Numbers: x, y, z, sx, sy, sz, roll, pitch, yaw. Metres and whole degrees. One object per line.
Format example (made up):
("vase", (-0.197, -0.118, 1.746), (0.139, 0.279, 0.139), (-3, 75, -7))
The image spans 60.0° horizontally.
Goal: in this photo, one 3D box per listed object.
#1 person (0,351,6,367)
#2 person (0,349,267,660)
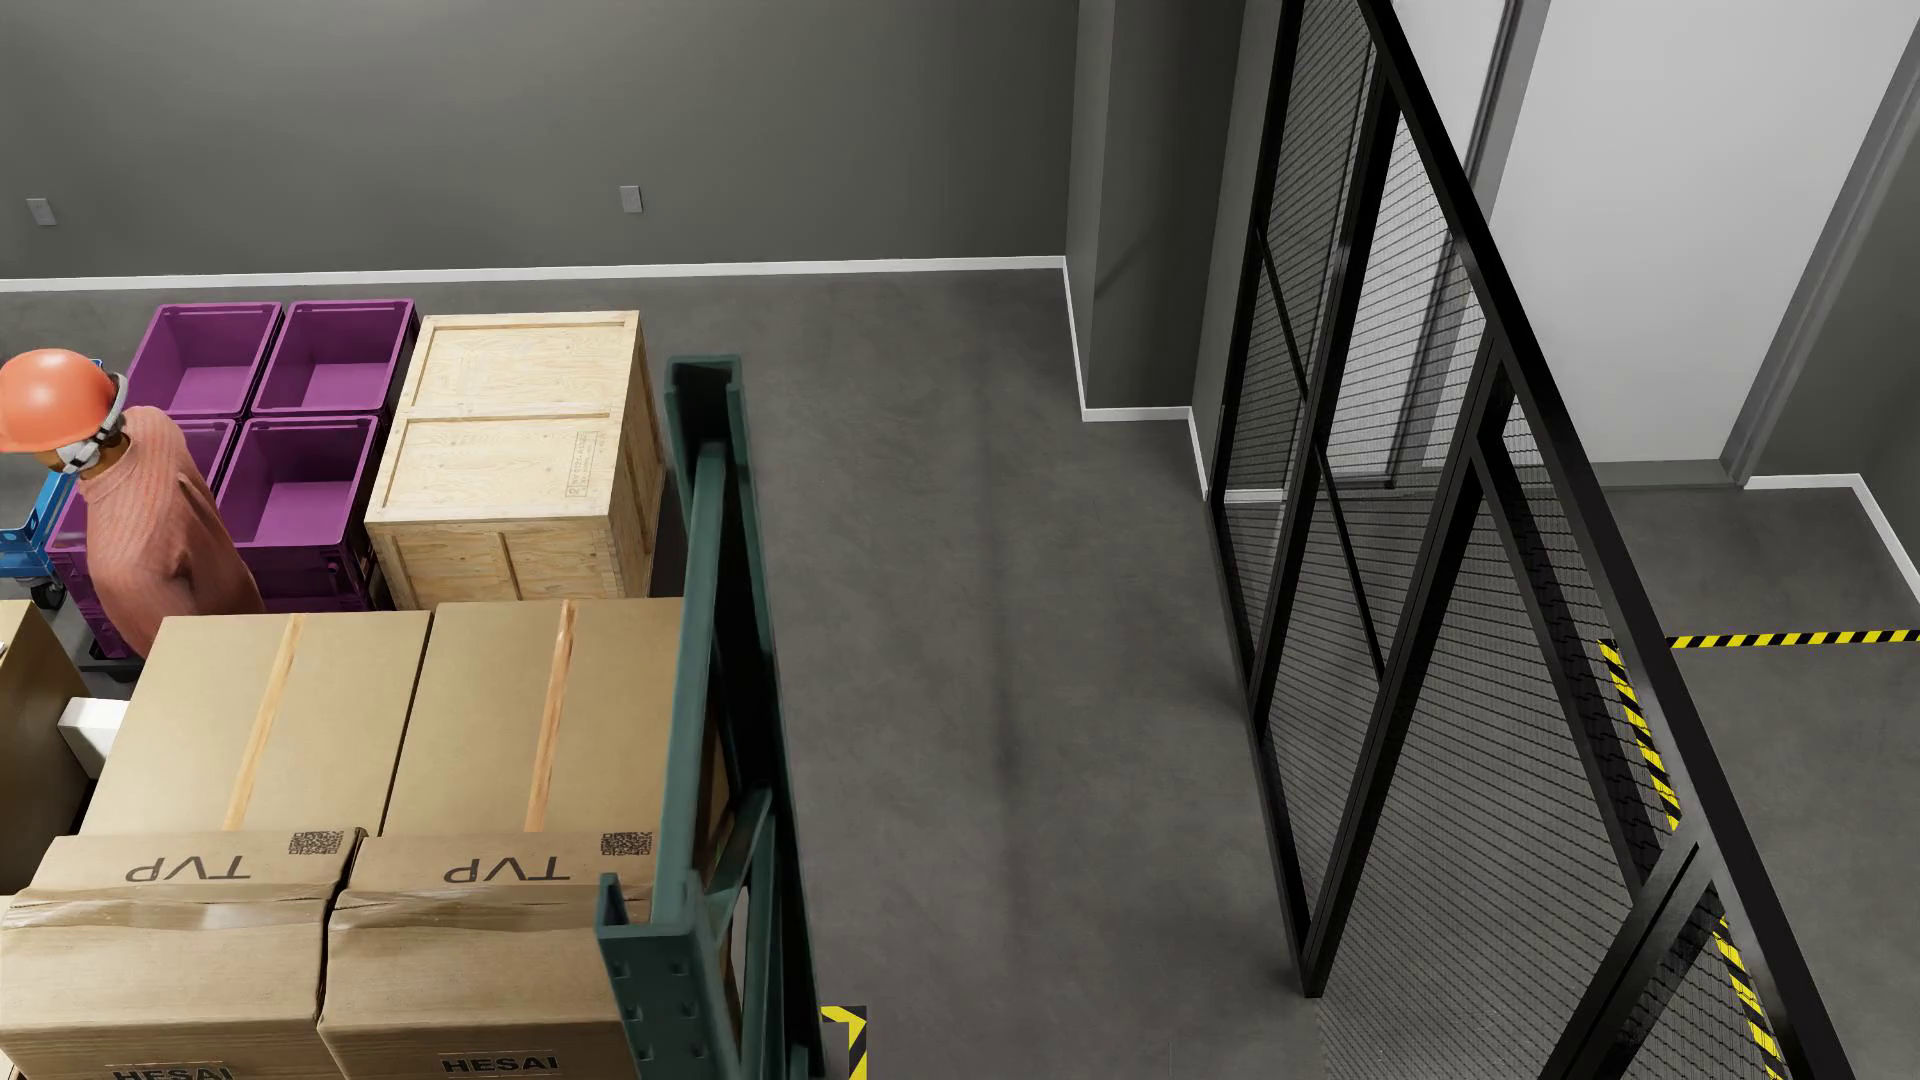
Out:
("person", (-4.038, -1.266, 5.965), (0.372, 1.940, 0.629), (-3, 46, -3))
("person", (-2.053, 0.270, 4.462), (0.402, 1.992, 0.612), (-11, 47, -10))
